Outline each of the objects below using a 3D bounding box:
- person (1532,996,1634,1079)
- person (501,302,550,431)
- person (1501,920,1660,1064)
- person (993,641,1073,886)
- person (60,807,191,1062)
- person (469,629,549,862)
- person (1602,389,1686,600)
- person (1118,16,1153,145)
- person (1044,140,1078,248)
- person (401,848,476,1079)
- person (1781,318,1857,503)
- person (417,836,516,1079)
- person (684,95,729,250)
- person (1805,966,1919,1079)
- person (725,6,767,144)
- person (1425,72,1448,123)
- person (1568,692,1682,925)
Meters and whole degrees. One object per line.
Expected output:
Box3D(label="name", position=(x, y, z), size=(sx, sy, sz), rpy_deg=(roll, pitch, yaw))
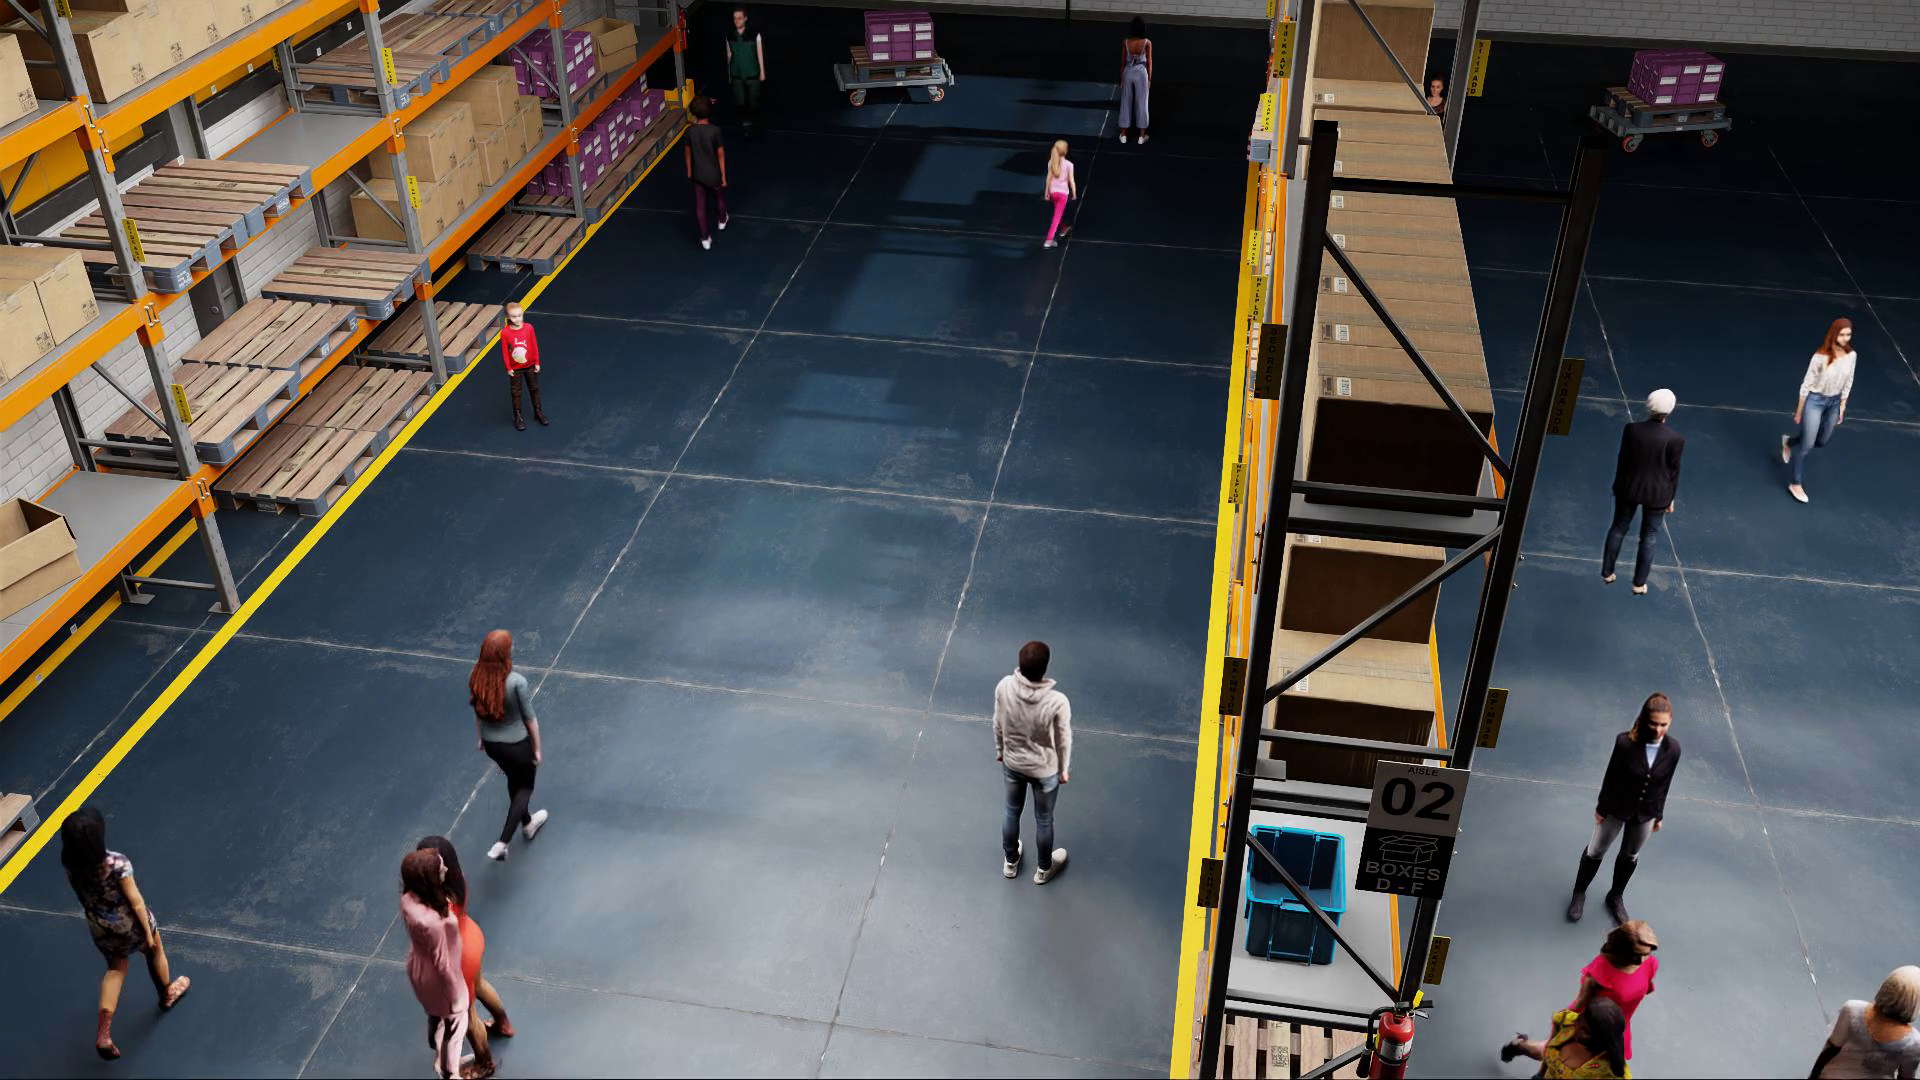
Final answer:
Box3D(label="person", position=(3.160, 2.939, 8.587), size=(1.062, 1.660, 0.953), rpy_deg=(-12, 36, -18))
Box3D(label="person", position=(-4.187, -1.680, 15.878), size=(0.568, 1.280, 0.619), rpy_deg=(-17, 37, -24))
Box3D(label="person", position=(3.417, 2.585, 9.086), size=(0.876, 1.696, 1.017), rpy_deg=(-10, 35, -15))
Box3D(label="person", position=(0.447, 1.427, 10.686), size=(0.709, 1.853, 0.642), rpy_deg=(12, 36, 18))
Box3D(label="person", position=(-4.882, 2.264, 9.558), size=(0.653, 1.709, 1.023), rpy_deg=(4, 34, 6))
Box3D(label="person", position=(-2.983, 1.396, 10.852), size=(0.702, 1.722, 0.959), rpy_deg=(7, 34, 11))
Box3D(label="person", position=(5.237, -0.352, 12.625), size=(0.822, 1.781, 0.764), rpy_deg=(28, 43, 35))
Box3D(label="person", position=(2.346, -6.148, 22.221), size=(0.578, 1.700, 0.516), rpy_deg=(7, 34, 10))
Box3D(label="person", position=(1.134, -4.027, 19.441), size=(0.727, 1.245, 0.962), rpy_deg=(21, 39, 28))
Box3D(label="person", position=(-2.916, 2.416, 9.250), size=(0.769, 1.797, 0.696), rpy_deg=(-19, 38, -26))
Box3D(label="person", position=(7.612, -1.226, 14.806), size=(0.746, 1.712, 1.004), rpy_deg=(-3, 34, -5))
Box3D(label="person", position=(-2.819, 2.351, 9.418), size=(0.764, 1.719, 0.597), rpy_deg=(-7, 34, -11))
Box3D(label="person", position=(-2.960, -4.229, 19.301), size=(0.768, 1.738, 1.117), rpy_deg=(0, 34, 0))
Box3D(label="person", position=(4.581, 2.900, 8.583), size=(0.891, 1.729, 0.811), rpy_deg=(-28, 43, -35))
Box3D(label="person", position=(-2.844, -6.232, 22.229), size=(0.648, 1.832, 0.687), rpy_deg=(4, 34, 7))
Box3D(label="person", position=(5.709, -4.875, 20.329), size=(0.560, 1.675, 0.539), rpy_deg=(6, 34, 8))
Box3D(label="person", position=(4.182, 1.693, 10.400), size=(0.558, 1.728, 0.534), rpy_deg=(5, 34, 8))
